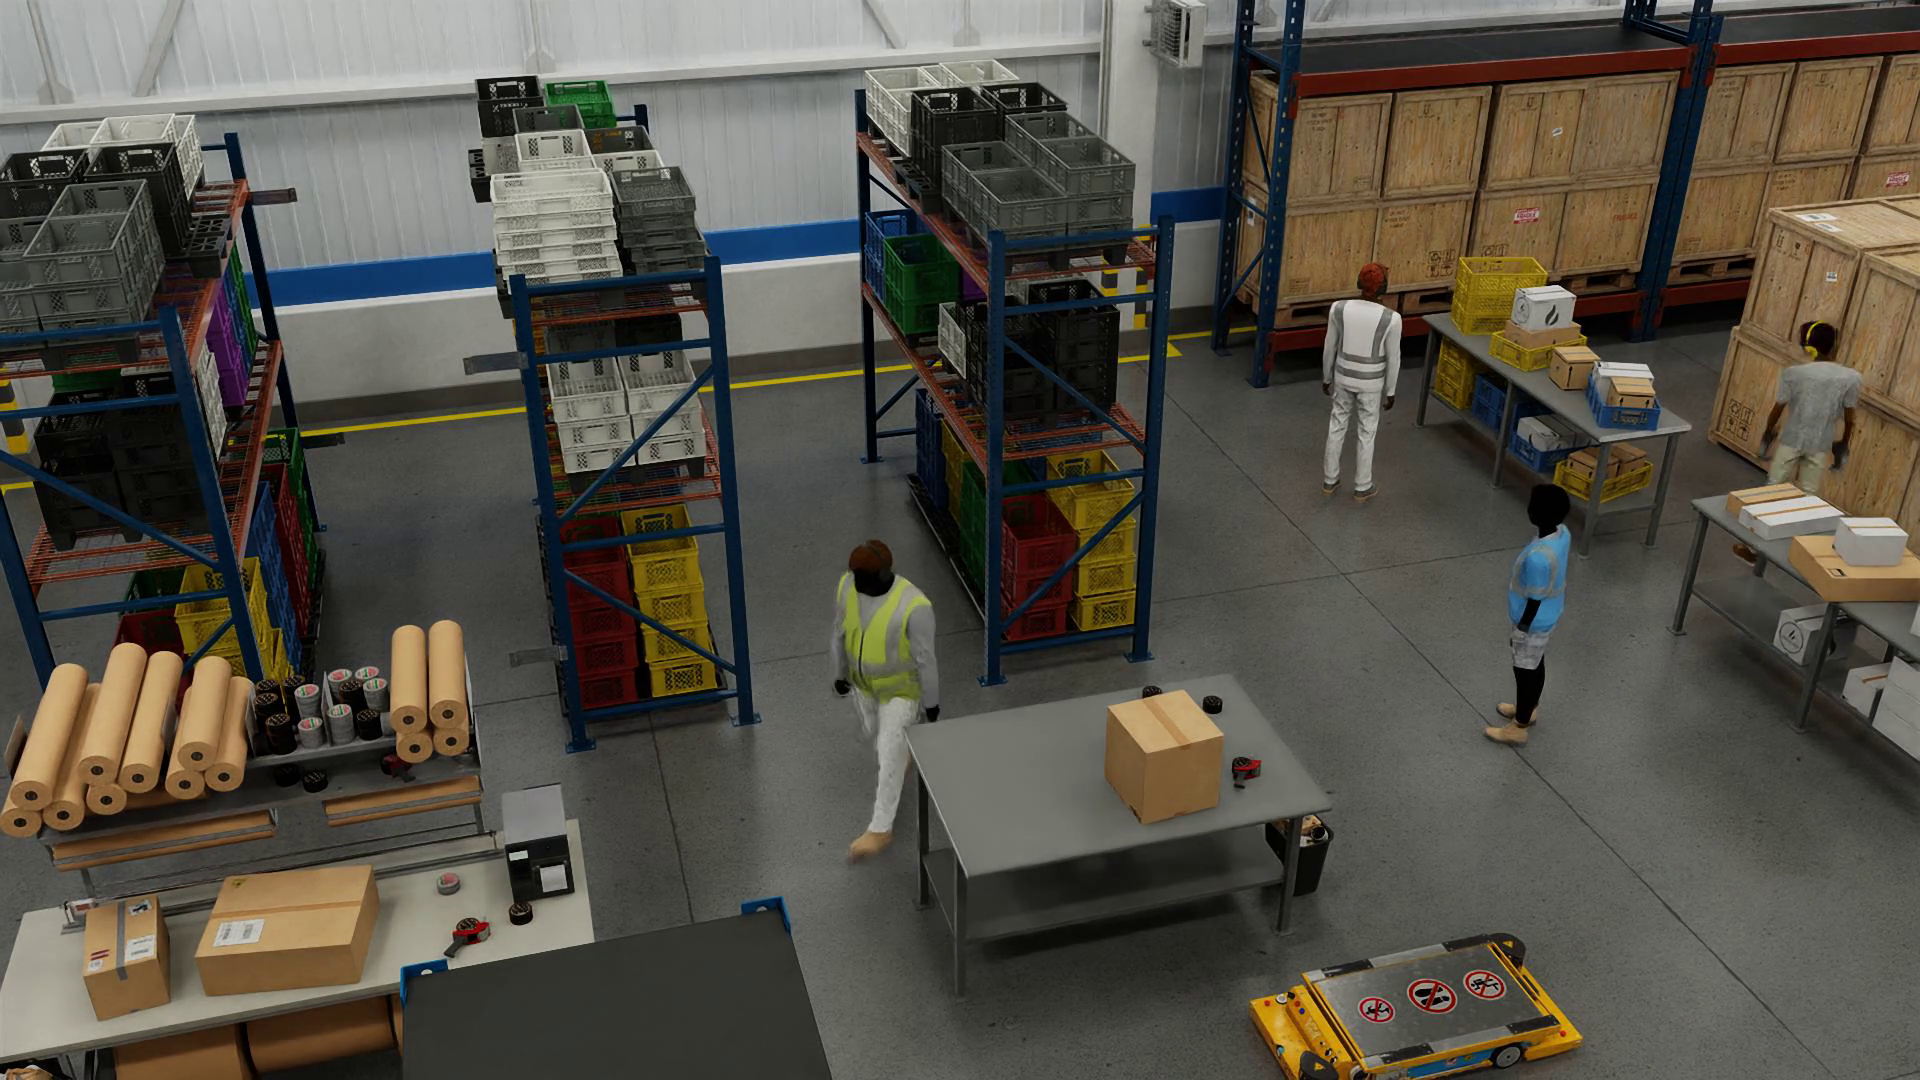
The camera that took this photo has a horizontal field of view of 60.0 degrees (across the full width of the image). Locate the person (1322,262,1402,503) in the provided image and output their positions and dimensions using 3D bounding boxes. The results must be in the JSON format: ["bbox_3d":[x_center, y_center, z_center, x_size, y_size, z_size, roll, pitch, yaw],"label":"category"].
[{"bbox_3d":[3.035,-1.196,12.646,0.583,1.882,0.337,17,33,28],"label":"person"}]

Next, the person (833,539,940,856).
[{"bbox_3d":[-0.420,0.791,9.157,0.690,1.777,0.984,21,35,33],"label":"person"}]

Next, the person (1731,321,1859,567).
[{"bbox_3d":[5.902,-0.634,11.673,0.608,1.841,0.375,11,31,20],"label":"person"}]

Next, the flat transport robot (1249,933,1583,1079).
[{"bbox_3d":[2.184,2.282,7.980,1.431,0.197,0.652,-8,30,-14],"label":"flat transport robot"}]

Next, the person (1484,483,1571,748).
[{"bbox_3d":[3.393,0.439,9.861,0.317,1.696,0.540,16,33,27],"label":"person"}]
